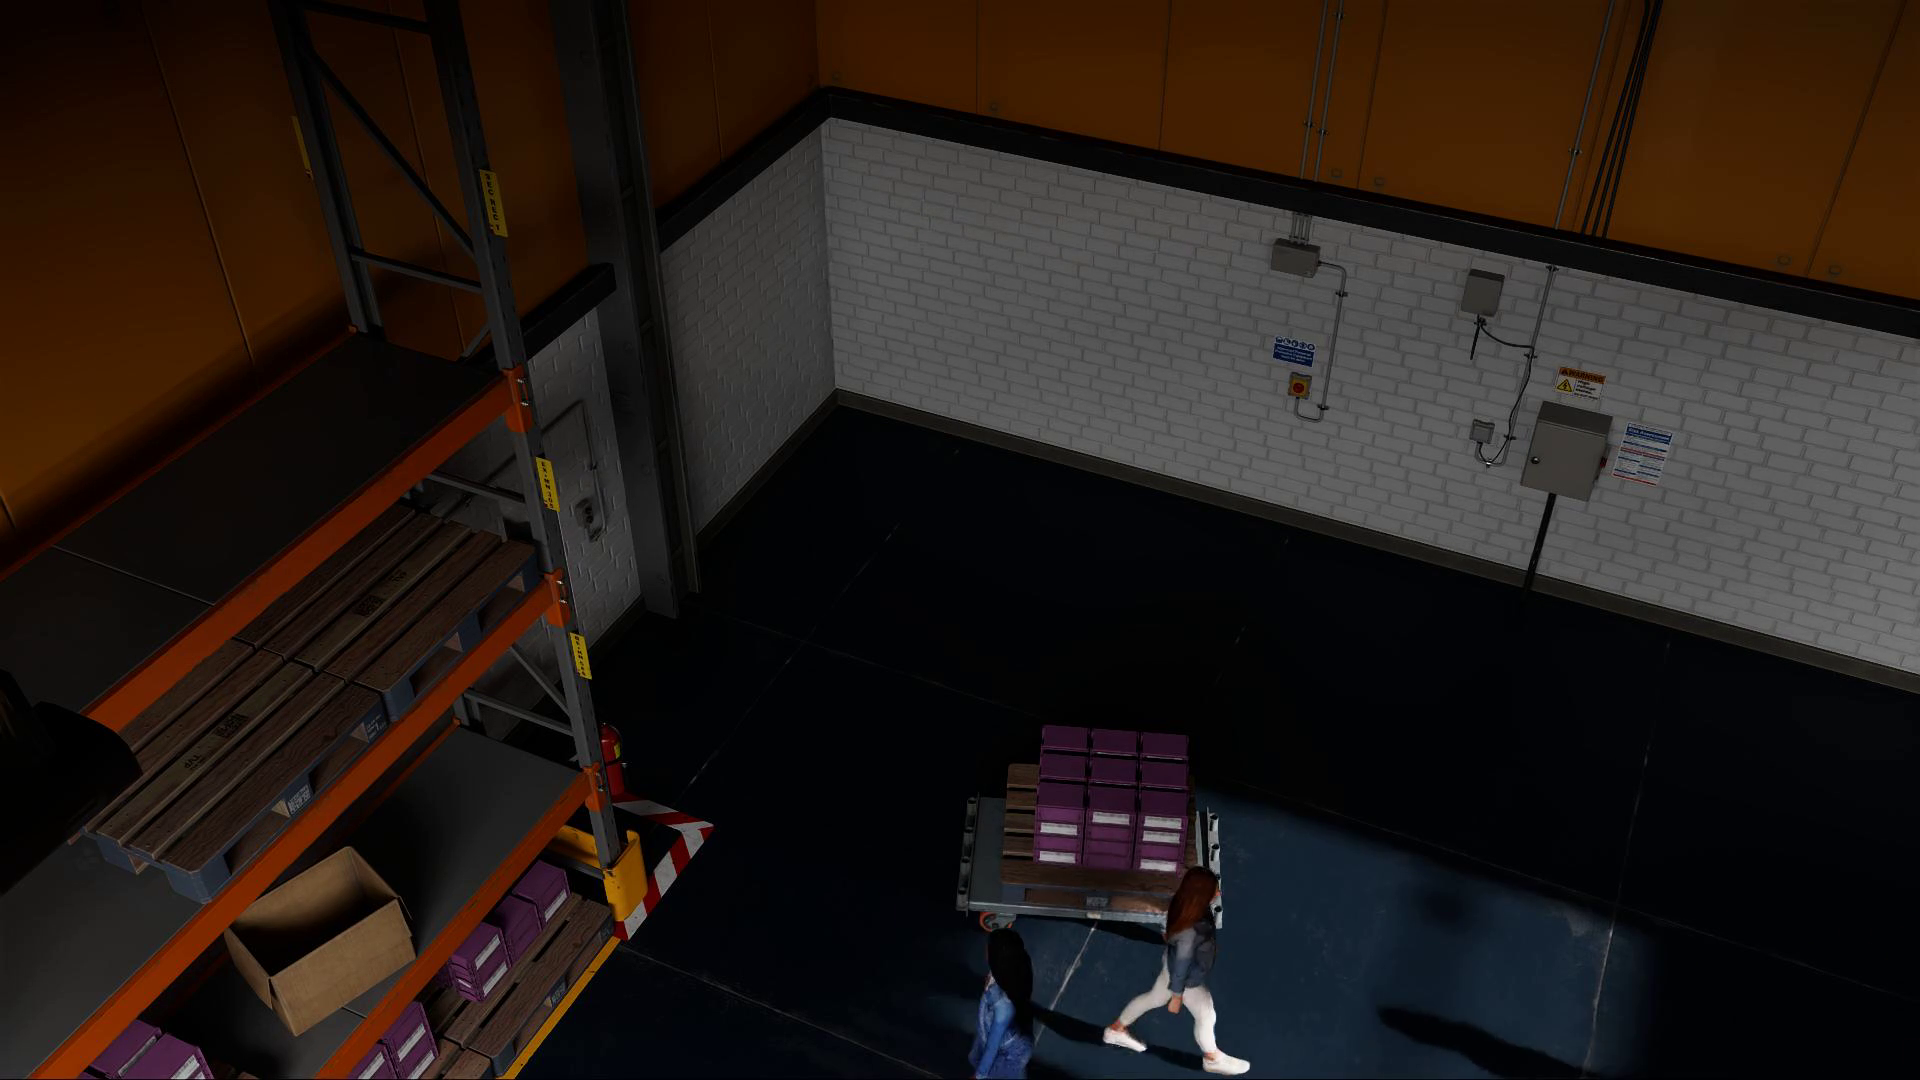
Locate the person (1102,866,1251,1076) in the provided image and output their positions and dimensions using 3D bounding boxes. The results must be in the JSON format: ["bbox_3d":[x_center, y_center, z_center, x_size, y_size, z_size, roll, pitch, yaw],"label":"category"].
[{"bbox_3d":[1.164,2.414,9.336,0.917,1.664,1.110,5,39,6],"label":"person"}]

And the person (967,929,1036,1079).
[{"bbox_3d":[0.348,2.697,8.952,0.817,1.702,0.700,-2,39,-2],"label":"person"}]
